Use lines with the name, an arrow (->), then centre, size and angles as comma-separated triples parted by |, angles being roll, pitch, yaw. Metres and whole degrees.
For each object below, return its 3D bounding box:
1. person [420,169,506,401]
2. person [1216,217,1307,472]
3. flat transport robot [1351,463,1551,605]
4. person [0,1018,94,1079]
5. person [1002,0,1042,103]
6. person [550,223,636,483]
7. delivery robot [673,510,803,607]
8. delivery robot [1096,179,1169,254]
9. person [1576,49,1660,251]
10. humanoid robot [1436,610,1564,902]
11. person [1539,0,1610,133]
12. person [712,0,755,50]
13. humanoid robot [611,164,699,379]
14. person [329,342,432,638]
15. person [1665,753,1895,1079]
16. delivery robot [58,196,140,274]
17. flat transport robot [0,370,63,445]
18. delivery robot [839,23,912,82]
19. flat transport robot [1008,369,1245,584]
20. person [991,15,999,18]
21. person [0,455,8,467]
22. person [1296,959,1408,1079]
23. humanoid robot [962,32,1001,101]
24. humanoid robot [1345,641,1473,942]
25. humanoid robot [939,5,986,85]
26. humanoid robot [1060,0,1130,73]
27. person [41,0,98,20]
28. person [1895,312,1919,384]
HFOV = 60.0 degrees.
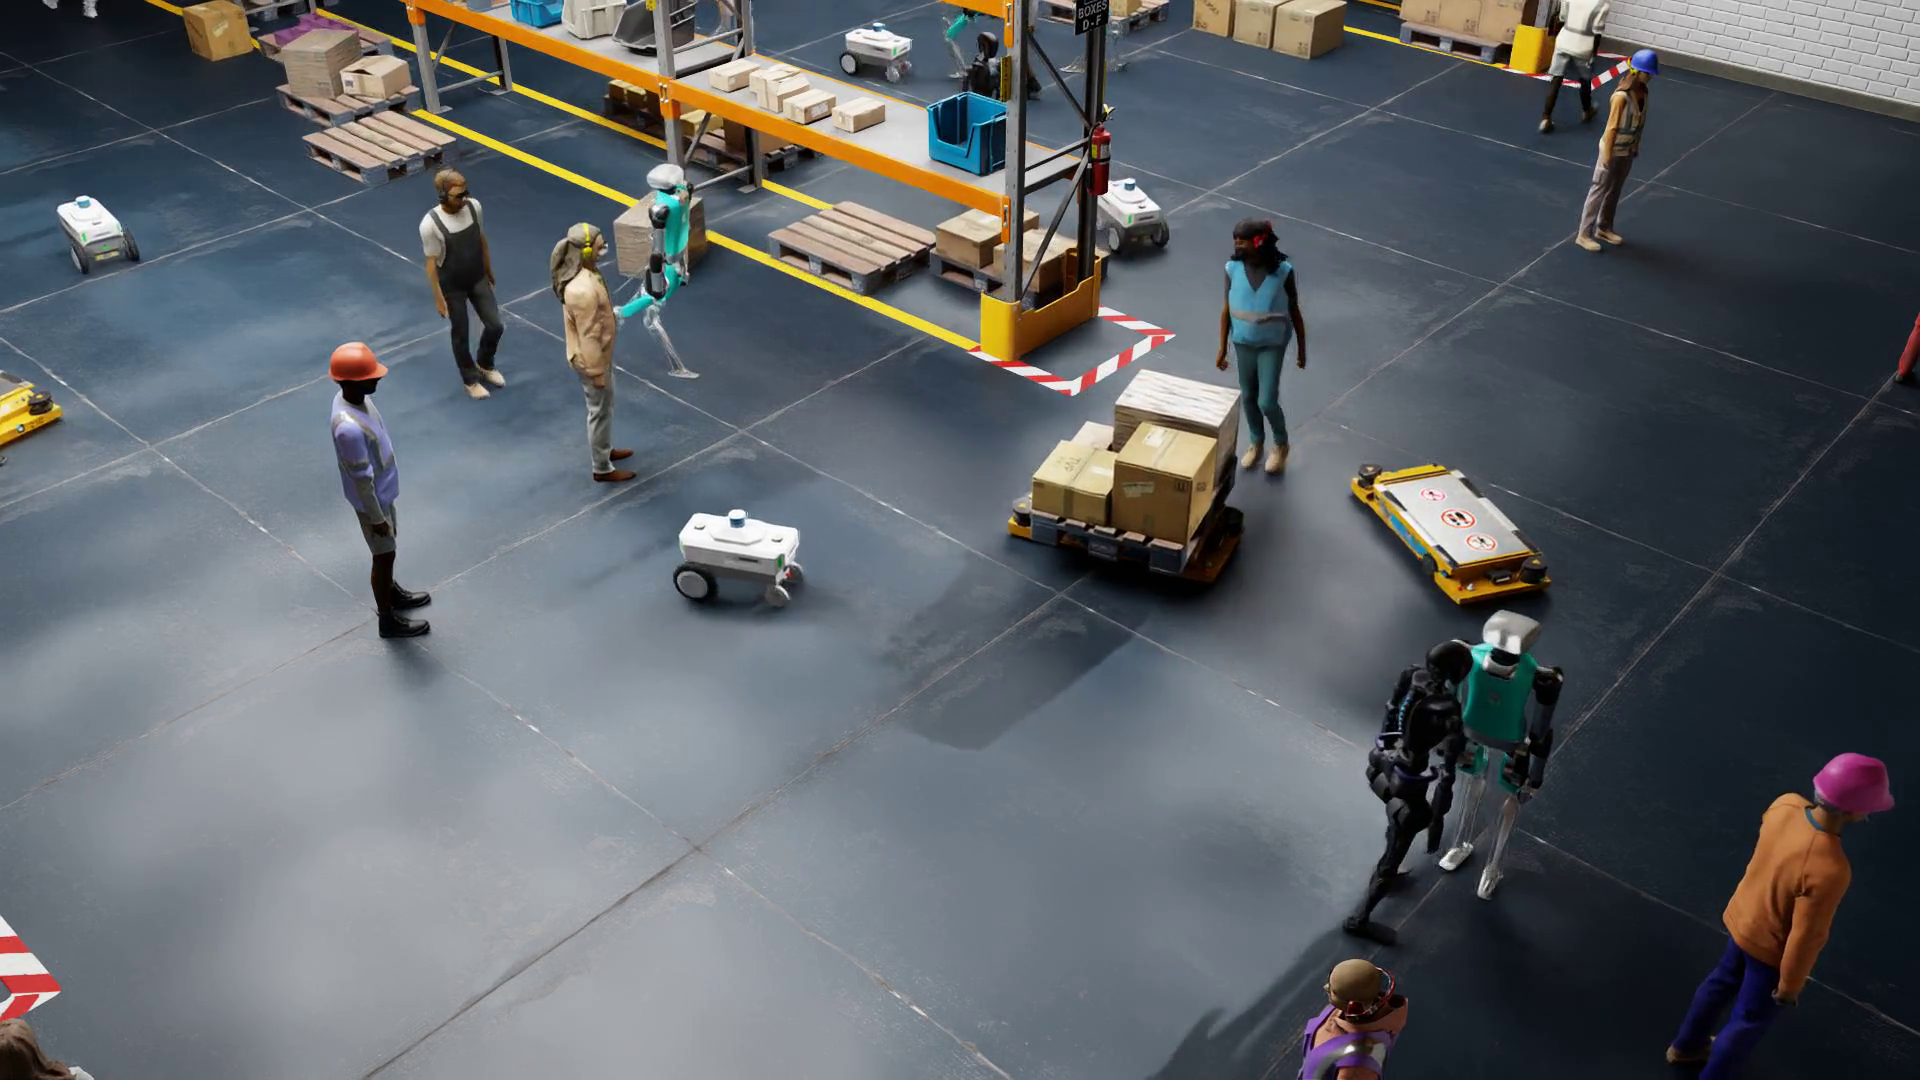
person -> -3.605, -1.855, 12.133 | 0.558, 1.823, 0.423 | -30, 44, -36
person -> 2.056, -1.304, 11.325 | 0.627, 1.834, 0.440 | 17, 38, 23
flat transport robot -> 3.208, -0.092, 10.943 | 0.659, 0.231, 1.431 | -10, 36, -14
person -> -3.285, 2.364, 6.158 | 0.497, 1.659, 0.336 | -16, 38, -22
person -> 0.635, -5.488, 17.306 | 0.528, 1.927, 0.555 | -14, 37, -19
person -> -2.483, -1.255, 11.225 | 0.393, 1.868, 0.556 | -5, 35, -7
delivery robot -> -1.397, 0.087, 10.446 | 0.814, 0.610, 0.499 | 9, 36, 13
delivery robot -> 1.496, -2.912, 14.763 | 0.499, 0.578, 0.764 | -12, 36, -17
person -> 5.708, -3.363, 14.362 | 0.465, 1.769, 0.338 | -24, 41, -30
humanoid robot -> 2.619, 0.973, 8.084 | 0.544, 1.742, 0.765 | 20, 39, 26
person -> 6.277, -4.984, 16.809 | 0.537, 1.657, 0.846 | 29, 44, 35
person -> -2.525, -5.983, 18.272 | 0.458, 1.630, 0.733 | -28, 43, -34
humanoid robot -> -2.430, -2.003, 12.427 | 0.998, 1.750, 0.563 | 10, 36, 15
person -> -3.403, -0.287, 9.768 | 0.393, 1.925, 0.546 | -8, 35, -11
person -> 3.409, 1.652, 6.921 | 0.423, 1.972, 0.523 | -2, 35, -3
delivery robot -> -7.535, -2.697, 14.444 | 0.499, 0.570, 0.753 | -26, 42, -32
flat transport robot -> -7.395, -1.043, 12.321 | 1.431, 0.231, 0.659 | 20, 39, 26
delivery robot -> -0.914, -5.415, 18.398 | 0.791, 0.589, 0.499 | 20, 39, 26
flat transport robot -> 1.099, -0.115, 10.977 | 1.431, 0.231, 0.659 | 15, 37, 20
person -> 0.524, -7.183, 19.937 | 0.515, 1.733, 0.678 | 19, 39, 25
person -> -6.948, -1.241, 11.231 | 0.404, 1.834, 0.590 | 17, 38, 23
person -> 1.440, 2.216, 6.352 | 0.344, 1.686, 0.481 | 6, 35, 9
humanoid robot -> 0.193, -3.787, 15.084 | 0.737, 1.626, 0.593 | 29, 44, 35
humanoid robot -> 2.114, 1.145, 7.923 | 0.545, 1.632, 0.612 | -10, 36, -14
humanoid robot -> 0.012, -5.764, 17.884 | 0.783, 1.801, 0.531 | 11, 36, 15
humanoid robot -> 1.569, -5.931, 18.143 | 0.897, 1.815, 0.543 | 6, 35, 8
person -> -10.846, -7.209, 19.866 | 1.011, 1.850, 0.647 | 27, 43, 33
person -> 7.391, -1.916, 12.277 | 0.516, 1.756, 0.340 | 27, 43, 34
